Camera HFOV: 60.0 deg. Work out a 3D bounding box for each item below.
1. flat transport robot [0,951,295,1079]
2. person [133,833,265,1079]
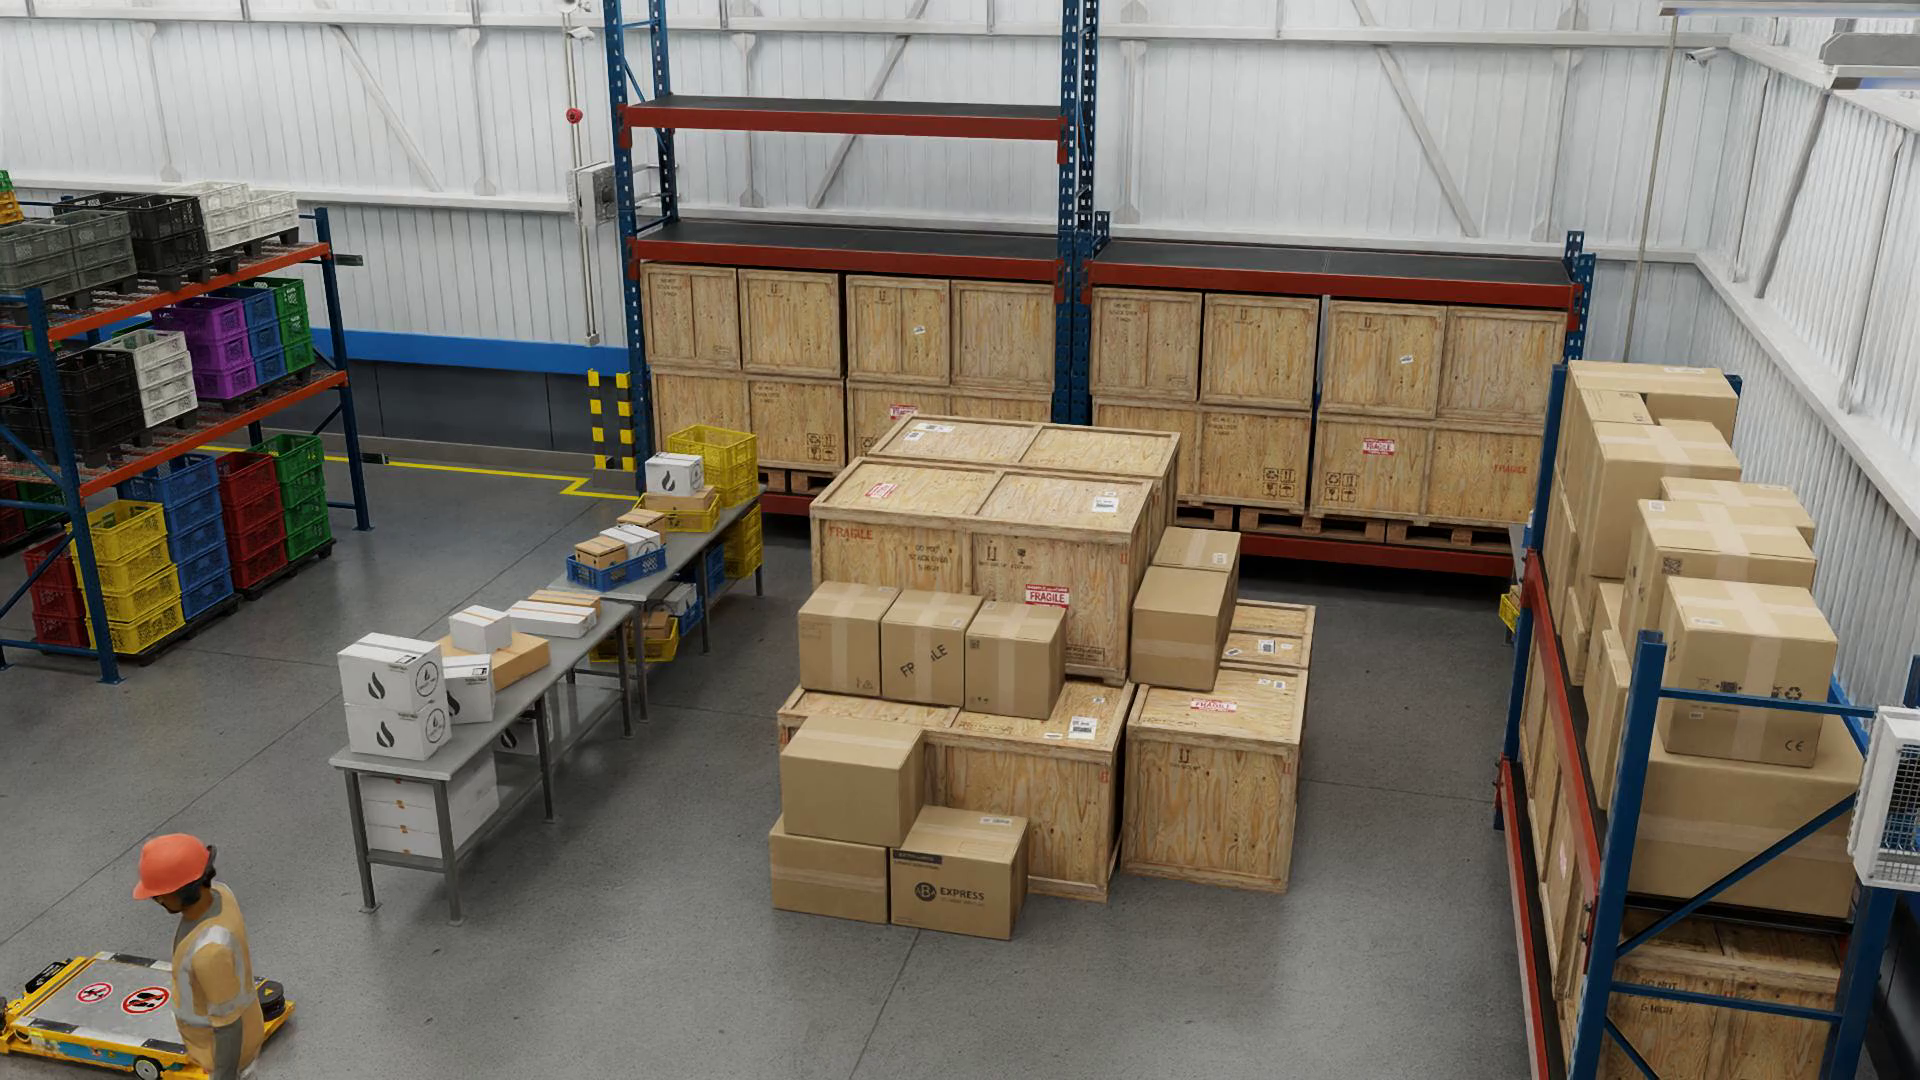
[{"bbox_3d":[-4.270,2.464,8.601,1.431,0.231,0.659,5,22,13],"label":"flat transport robot"},{"bbox_3d":[-3.134,2.127,7.015,0.384,2.034,0.604,-9,23,-23],"label":"person"}]
